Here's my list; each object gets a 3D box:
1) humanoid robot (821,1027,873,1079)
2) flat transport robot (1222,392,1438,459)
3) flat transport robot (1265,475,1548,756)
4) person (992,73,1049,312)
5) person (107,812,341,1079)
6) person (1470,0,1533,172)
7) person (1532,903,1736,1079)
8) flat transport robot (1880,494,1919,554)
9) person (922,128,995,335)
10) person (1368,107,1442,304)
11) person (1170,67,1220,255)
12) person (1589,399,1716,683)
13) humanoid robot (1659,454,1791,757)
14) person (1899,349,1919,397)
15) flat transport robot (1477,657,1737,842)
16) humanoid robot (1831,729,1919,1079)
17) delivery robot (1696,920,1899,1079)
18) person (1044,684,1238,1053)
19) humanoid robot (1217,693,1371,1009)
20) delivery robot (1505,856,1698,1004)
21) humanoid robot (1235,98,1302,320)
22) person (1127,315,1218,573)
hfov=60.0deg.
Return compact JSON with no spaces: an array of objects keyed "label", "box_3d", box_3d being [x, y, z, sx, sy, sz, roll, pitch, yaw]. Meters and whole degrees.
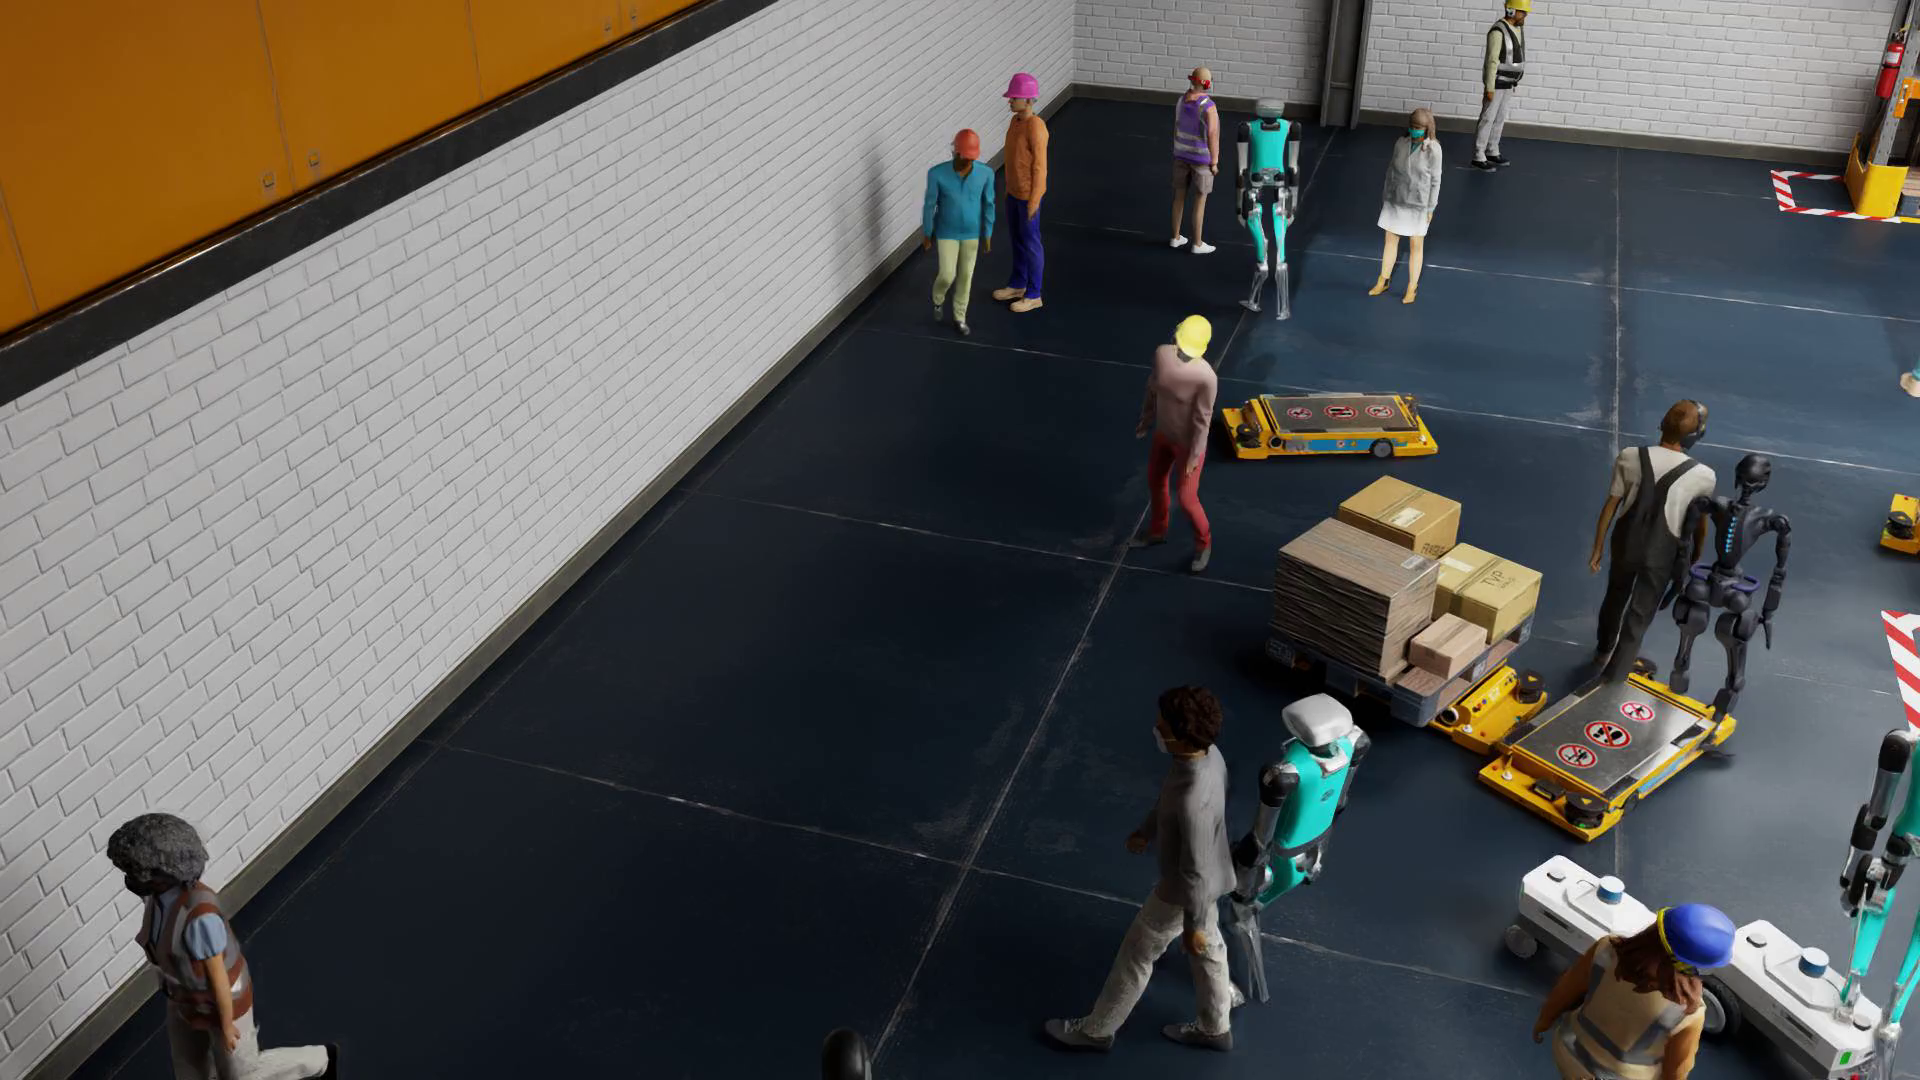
[{"label":"humanoid robot","box_3d":[-0.321,2.204,5.492,0.594,1.648,0.424,-9,32,-15]},{"label":"flat transport robot","box_3d":[2.663,-0.823,12.026,1.431,0.231,0.659,-1,30,-2]},{"label":"flat transport robot","box_3d":[2.509,0.714,9.411,1.431,0.231,0.659,26,39,37]},{"label":"person","box_3d":[0.523,-2.893,13.858,0.371,1.984,0.512,-14,33,-22]},{"label":"person","box_3d":[-2.823,1.701,6.340,0.454,1.666,0.631,19,36,29]},{"label":"person","box_3d":[5.588,-4.730,17.143,0.403,1.825,0.589,25,38,35]},{"label":"person","box_3d":[2.325,1.891,5.971,0.531,1.725,0.545,-15,33,-23]},{"label":"flat transport robot","box_3d":[6.708,0.018,10.595,1.431,0.231,0.659,18,35,27]},{"label":"person","box_3d":[-0.006,-2.492,13.423,0.573,1.726,0.474,-9,32,-14]},{"label":"person","box_3d":[3.784,-2.823,14.049,0.484,1.663,0.339,22,37,33]},{"label":"person","box_3d":[2.121,-3.426,15.047,0.346,1.694,0.482,-26,39,-37]},{"label":"person","box_3d":[3.747,0.055,9.029,0.509,1.797,0.885,23,37,33]},{"label":"humanoid robot","box_3d":[3.940,0.348,8.651,0.586,1.646,0.463,22,37,32]},{"label":"person","box_3d":[7.451,-1.907,12.297,0.553,1.865,0.403,6,31,9]},{"label":"flat transport robot","box_3d":[3.441,1.079,8.790,1.431,0.231,0.659,-23,37,-34]},{"label":"humanoid robot","box_3d":[3.709,1.524,6.589,0.548,1.785,0.700,22,37,32]},{"label":"delivery robot","box_3d":[3.521,1.953,6.999,0.507,0.572,0.736,-14,33,-22]},{"label":"person","box_3d":[0.781,1.350,6.755,0.882,1.865,0.547,9,32,14]},{"label":"humanoid robot","box_3d":[1.223,1.311,6.991,0.539,1.811,0.782,-20,36,-31]},{"label":"delivery robot","box_3d":[2.847,1.768,7.354,0.499,0.614,0.808,-21,36,-31]},{"label":"humanoid robot","box_3d":[2.552,-2.671,13.732,0.587,1.788,0.822,2,30,3]},{"label":"person","box_3d":[1.349,-0.628,10.258,0.361,1.726,0.588,-19,35,-29]}]
